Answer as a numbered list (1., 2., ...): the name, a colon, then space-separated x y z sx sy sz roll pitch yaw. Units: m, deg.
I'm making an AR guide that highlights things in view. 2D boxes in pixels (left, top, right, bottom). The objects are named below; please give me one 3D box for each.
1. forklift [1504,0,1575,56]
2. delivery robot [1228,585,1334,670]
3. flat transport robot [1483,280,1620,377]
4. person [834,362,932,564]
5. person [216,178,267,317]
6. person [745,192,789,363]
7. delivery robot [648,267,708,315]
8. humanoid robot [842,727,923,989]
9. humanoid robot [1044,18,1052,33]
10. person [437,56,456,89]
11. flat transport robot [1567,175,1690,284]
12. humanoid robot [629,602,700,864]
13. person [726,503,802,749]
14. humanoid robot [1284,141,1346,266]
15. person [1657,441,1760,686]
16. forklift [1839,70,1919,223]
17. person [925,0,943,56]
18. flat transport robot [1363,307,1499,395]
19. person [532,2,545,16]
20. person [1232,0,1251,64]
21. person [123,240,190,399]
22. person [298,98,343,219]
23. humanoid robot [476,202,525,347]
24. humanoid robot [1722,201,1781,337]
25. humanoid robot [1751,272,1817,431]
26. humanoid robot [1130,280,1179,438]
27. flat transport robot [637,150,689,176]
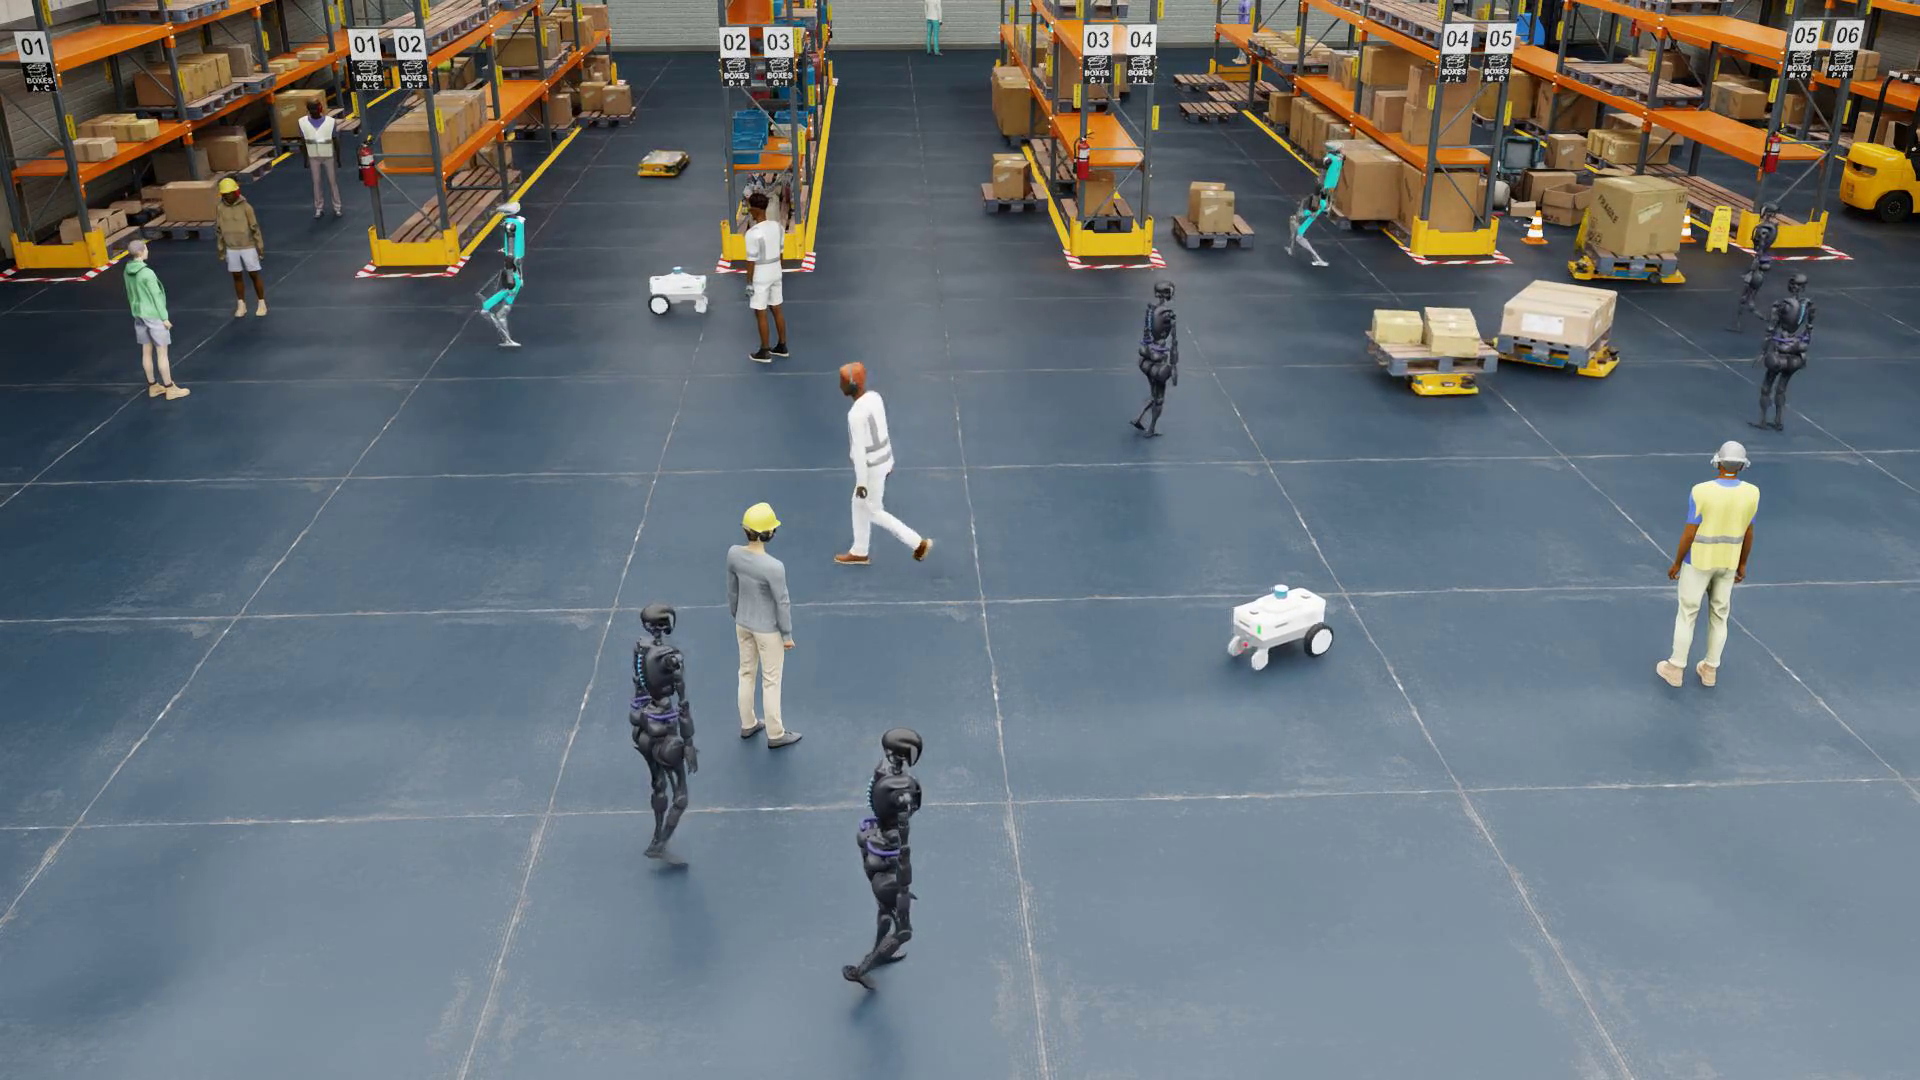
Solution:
1. forklift: 14.700 -13.805 42.301 1.873 2.768 1.129 -1 24 -2
2. delivery robot: 2.448 0.638 12.711 0.818 0.614 0.499 -14 28 -29
3. flat transport robot: 6.864 -2.172 19.352 1.431 0.231 0.659 15 28 30
4. person: -0.656 -0.596 13.890 0.801 1.845 0.585 5 24 10
5. person: -9.048 -3.687 20.931 0.559 1.756 0.415 -1 24 -3
6. person: -2.257 -3.038 19.234 0.368 1.955 0.602 16 29 32
7. delivery robot: -3.626 -3.183 21.294 0.816 0.612 0.499 -2 24 -4
8. humanoid robot: -0.429 1.709 8.912 0.463 1.634 0.612 -7 25 -14
9. humanoid robot: 2.328 -12.978 41.664 0.735 1.677 0.533 5 24 10
10. person: -10.987 -10.041 35.318 0.573 1.658 0.783 8 25 18
11. flat transport robot: 9.144 -3.719 22.829 1.431 0.231 0.659 4 24 9
12. humanoid robot: -1.848 1.171 10.118 0.439 1.647 0.601 -20 31 -37
13. person: -1.341 0.574 11.340 0.532 1.766 0.324 17 29 34
14. humanoid robot: 4.865 -4.760 23.407 0.989 1.758 0.550 19 30 36
15. person: 5.439 0.190 12.052 0.543 1.891 0.388 1 24 2
16. forklift: 15.132 -6.143 25.915 2.313 2.155 1.214 -1 24 -2
17. person: -0.669 -13.291 42.495 0.523 1.769 0.314 19 30 36
18. flat transport robot: 5.278 -1.949 18.852 0.659 0.231 1.431 -3 24 -6
19. person: -10.423 -12.663 40.966 0.518 1.864 0.378 1 24 3
20. person: 7.034 -12.736 41.214 0.395 1.796 0.592 -1 24 -2
21. person: -8.770 -2.381 18.009 0.473 1.743 0.339 11 26 23
22. person: -9.945 -5.952 25.918 0.564 1.837 0.388 -6 25 -14
23. humanoid robot: -5.420 -3.021 19.579 0.731 1.886 0.541 0 24 -1
24. humanoid robot: 9.717 -3.282 20.124 0.589 1.637 0.593 12 27 25
25. humanoid robot: 8.471 -1.932 17.092 0.598 1.646 0.315 -6 25 -14
26. humanoid robot: 1.989 -1.832 16.854 0.377 1.642 0.588 -12 27 -26
27. flat transport robot: -5.249 -6.668 29.455 0.659 0.231 1.431 1 24 1
